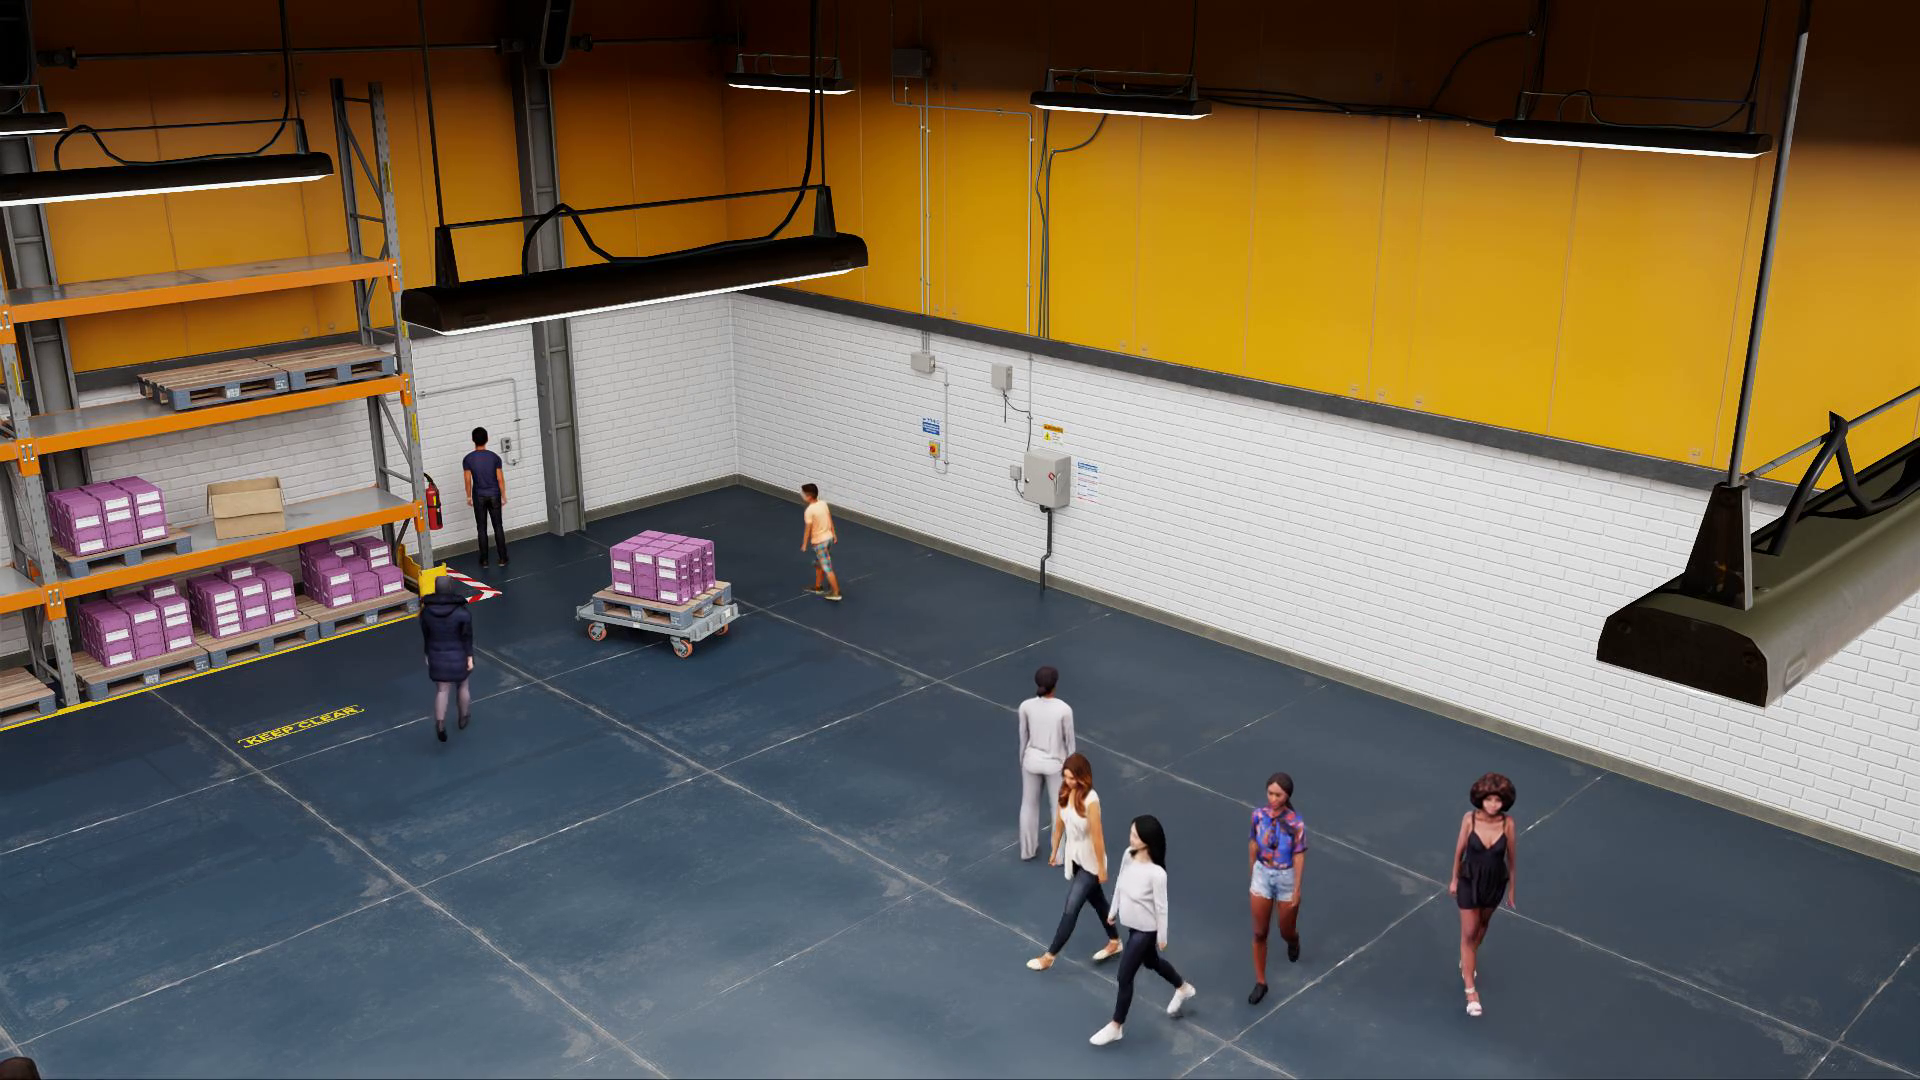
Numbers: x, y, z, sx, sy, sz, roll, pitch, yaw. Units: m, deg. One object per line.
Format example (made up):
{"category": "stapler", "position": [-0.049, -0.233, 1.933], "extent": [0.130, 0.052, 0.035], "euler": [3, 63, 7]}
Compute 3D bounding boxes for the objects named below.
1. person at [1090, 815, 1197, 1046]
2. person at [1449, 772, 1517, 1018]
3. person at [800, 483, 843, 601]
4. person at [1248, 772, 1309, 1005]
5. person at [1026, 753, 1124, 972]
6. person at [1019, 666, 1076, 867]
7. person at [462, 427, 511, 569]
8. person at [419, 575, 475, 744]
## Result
{"category": "person", "position": [1.349, 2.663, 11.523], "extent": [1.204, 1.659, 0.883], "euler": [-8, 20, -22]}
{"category": "person", "position": [3.742, 2.462, 11.977], "extent": [1.005, 1.750, 1.116], "euler": [1, 19, 4]}
{"category": "person", "position": [-1.580, 0.029, 19.710], "extent": [0.741, 1.426, 0.774], "euler": [12, 22, 31]}
{"category": "person", "position": [2.307, 2.466, 12.003], "extent": [0.763, 1.726, 1.003], "euler": [10, 21, 27]}
{"category": "person", "position": [1.007, 2.361, 12.301], "extent": [1.133, 1.735, 0.837], "euler": [-10, 21, -27]}
{"category": "person", "position": [0.709, 1.864, 13.777], "extent": [0.737, 1.734, 0.704], "euler": [6, 20, 18]}
{"category": "person", "position": [-5.933, -0.540, 20.824], "extent": [0.646, 1.793, 0.785], "euler": [-5, 19, -15]}
{"category": "person", "position": [-4.947, 1.154, 16.011], "extent": [1.047, 1.654, 1.106], "euler": [0, 19, 0]}
